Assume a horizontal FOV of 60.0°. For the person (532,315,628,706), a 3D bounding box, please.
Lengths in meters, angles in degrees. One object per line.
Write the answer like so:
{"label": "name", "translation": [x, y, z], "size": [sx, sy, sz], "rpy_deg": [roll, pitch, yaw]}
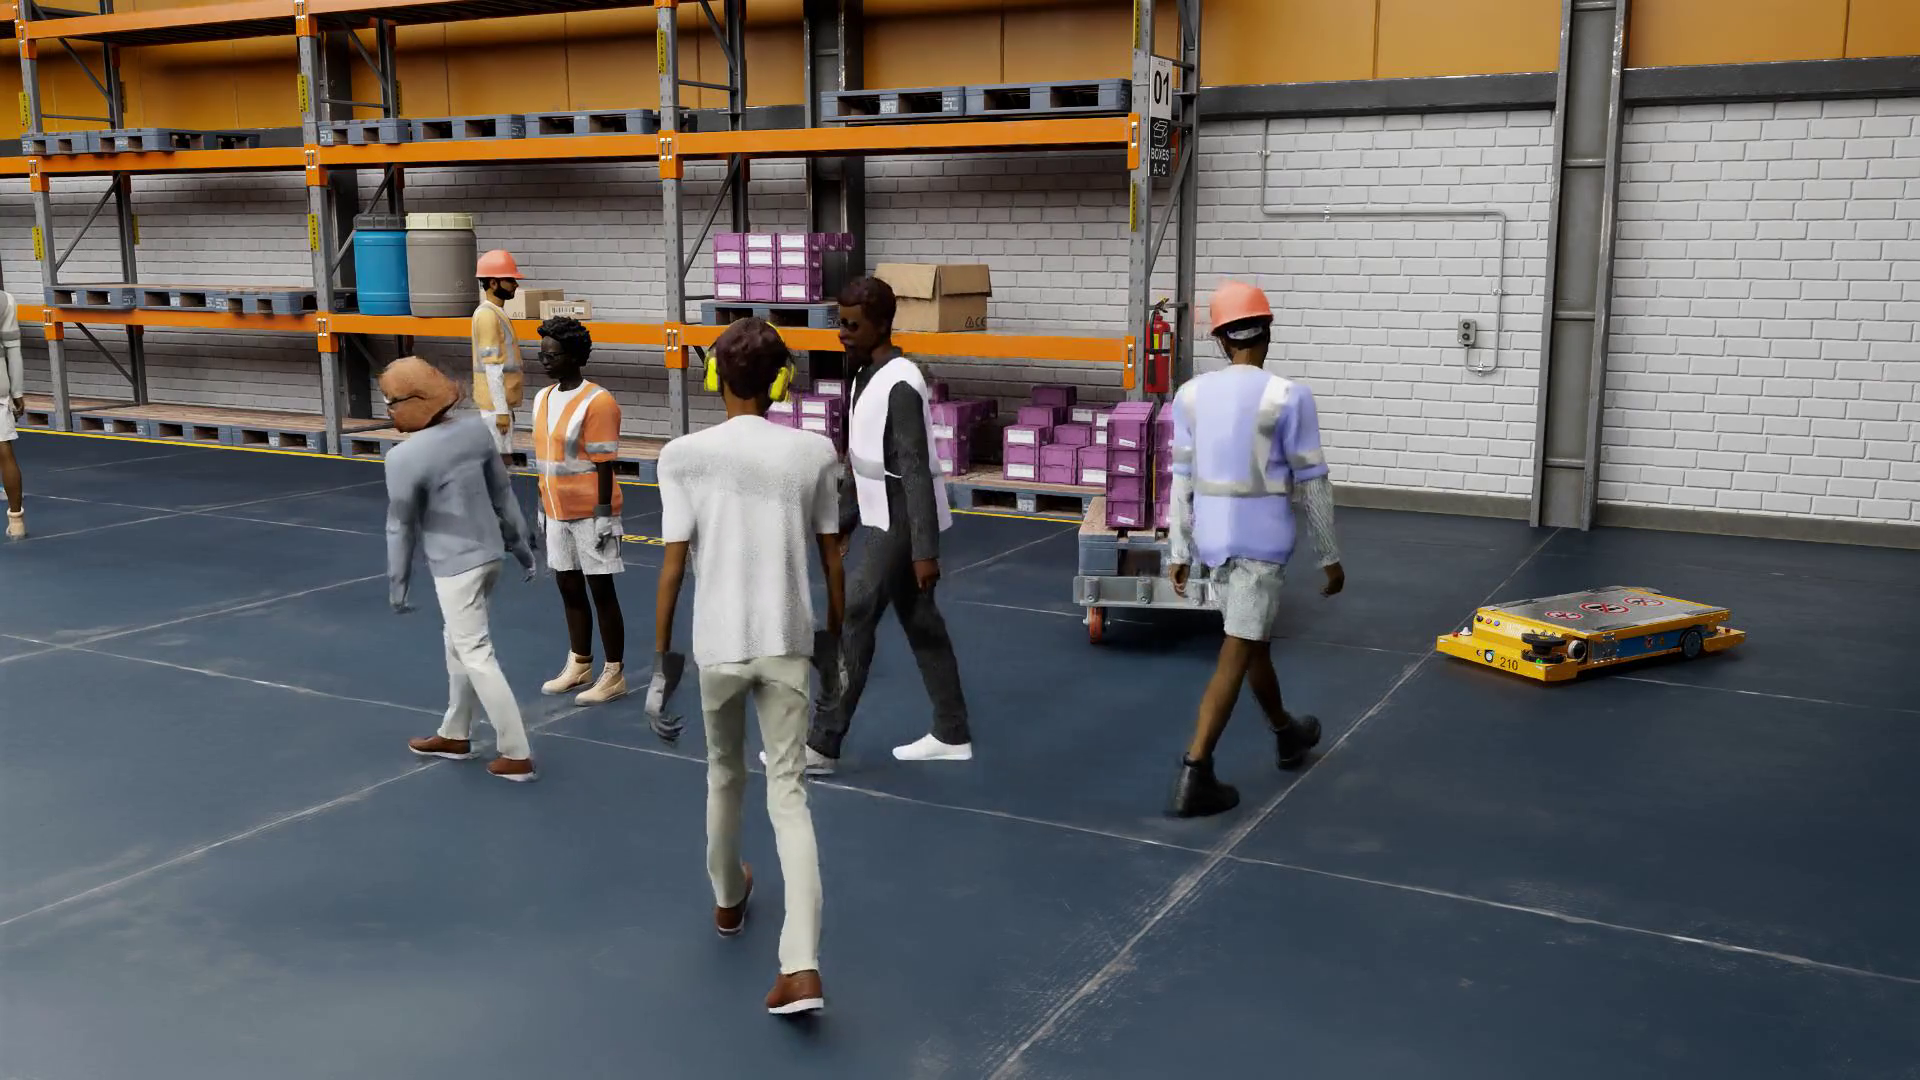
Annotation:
{"label": "person", "translation": [-1.664, -0.126, 7.232], "size": [0.530, 1.689, 0.321], "rpy_deg": [8, 13, 38]}

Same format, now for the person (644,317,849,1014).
{"label": "person", "translation": [-0.568, 0.323, 4.477], "size": [0.575, 1.817, 0.998], "rpy_deg": [-2, 11, -12]}

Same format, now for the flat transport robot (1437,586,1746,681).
{"label": "flat transport robot", "translation": [3.069, 0.432, 8.056], "size": [1.431, 0.197, 0.652], "rpy_deg": [-6, 12, -30]}

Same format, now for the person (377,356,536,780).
{"label": "person", "translation": [-1.905, 0.107, 6.192], "size": [0.698, 1.590, 0.568], "rpy_deg": [4, 11, 23]}

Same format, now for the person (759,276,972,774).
{"label": "person", "translation": [-0.369, -0.035, 6.215], "size": [0.938, 1.866, 0.650], "rpy_deg": [-2, 11, -10]}

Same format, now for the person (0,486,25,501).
{"label": "person", "translation": [-7.507, -1.213, 12.745], "size": [0.390, 1.850, 0.565], "rpy_deg": [-8, 13, -36]}

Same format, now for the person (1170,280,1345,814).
{"label": "person", "translation": [1.067, 0.003, 6.013], "size": [0.586, 1.876, 1.000], "rpy_deg": [10, 14, 43]}

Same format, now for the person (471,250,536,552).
{"label": "person", "translation": [-2.957, -0.894, 10.756], "size": [0.354, 1.939, 0.545], "rpy_deg": [-2, 11, -13]}

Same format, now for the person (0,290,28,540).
{"label": "person", "translation": [-6.525, -0.989, 10.987], "size": [0.609, 2.043, 0.397], "rpy_deg": [-10, 14, -42]}
